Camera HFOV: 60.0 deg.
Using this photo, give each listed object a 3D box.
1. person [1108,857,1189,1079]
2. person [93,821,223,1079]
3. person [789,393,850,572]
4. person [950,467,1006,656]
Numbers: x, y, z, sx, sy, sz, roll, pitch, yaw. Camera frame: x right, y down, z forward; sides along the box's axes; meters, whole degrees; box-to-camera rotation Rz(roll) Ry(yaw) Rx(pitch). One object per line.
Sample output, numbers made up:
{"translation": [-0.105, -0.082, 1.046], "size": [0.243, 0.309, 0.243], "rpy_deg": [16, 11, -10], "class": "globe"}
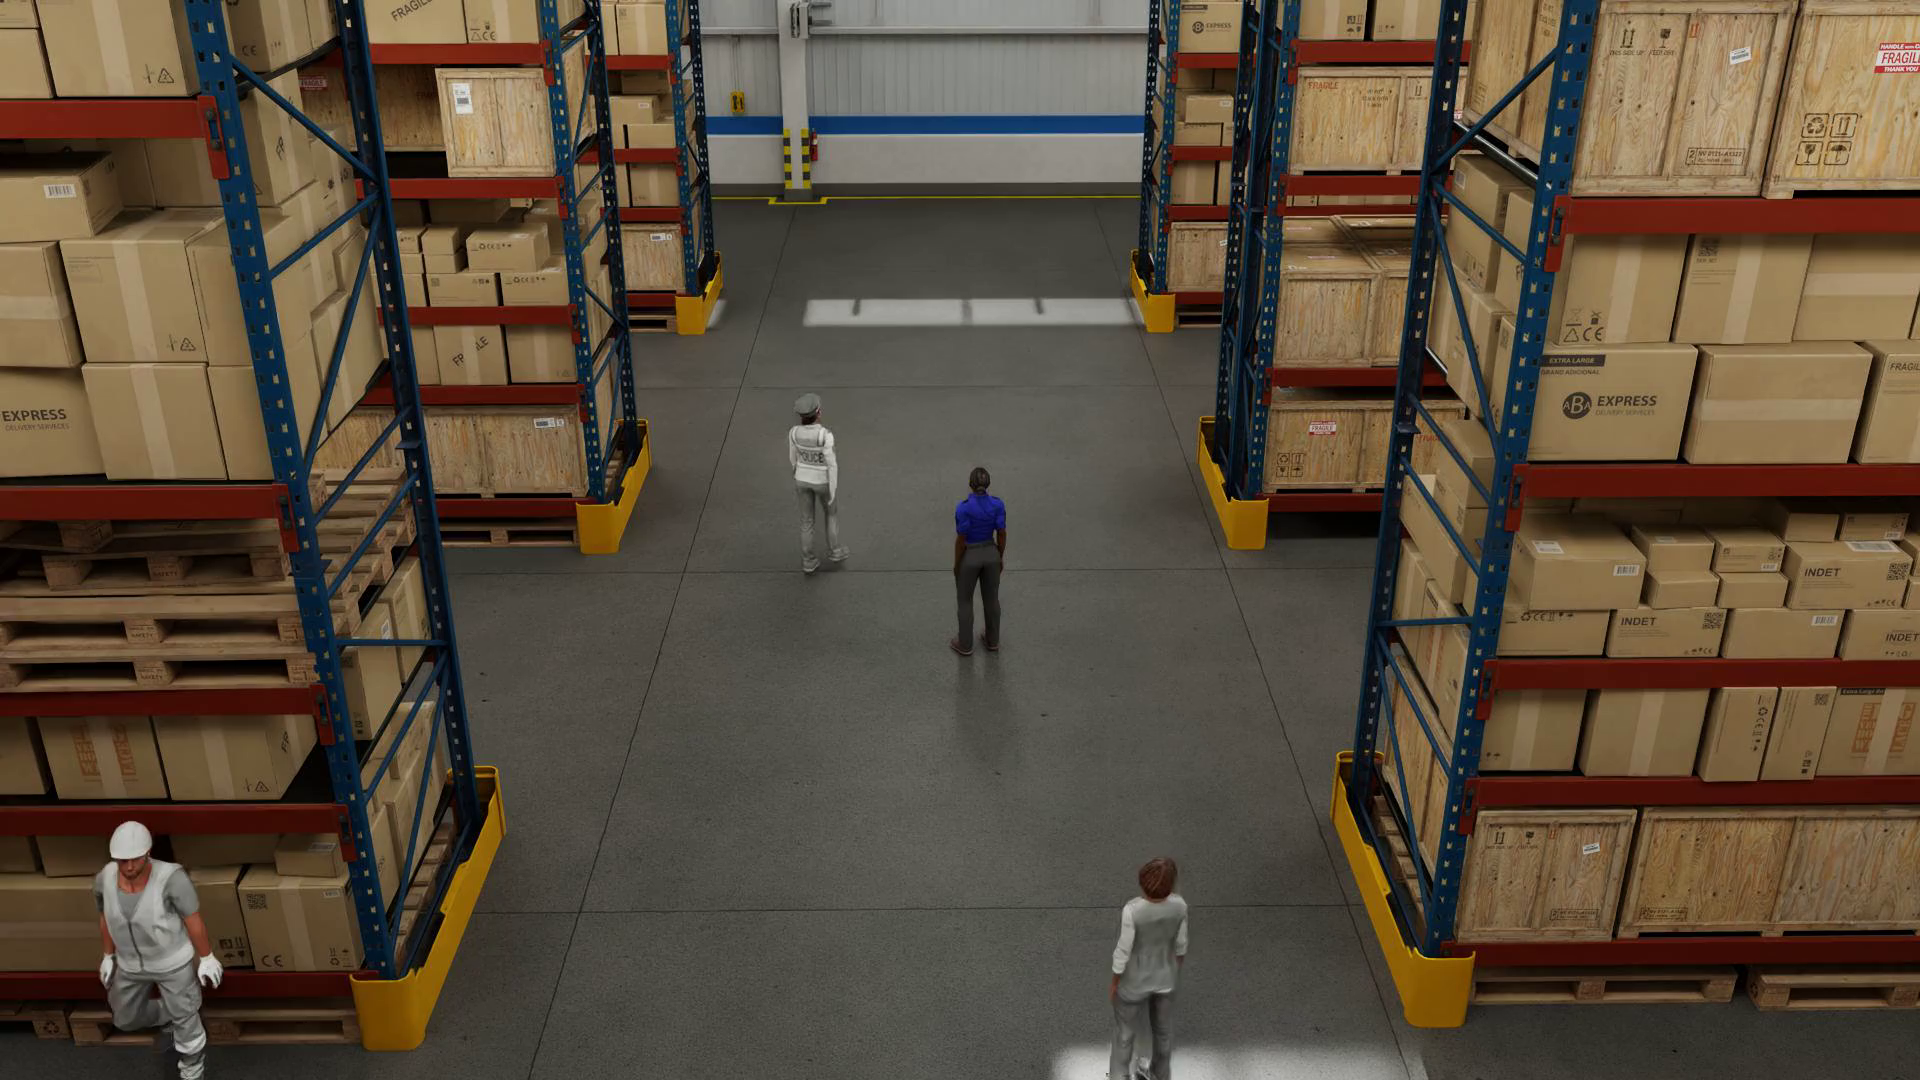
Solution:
{"translation": [1.010, 2.362, 9.014], "size": [0.433, 1.604, 0.375], "rpy_deg": [-5, 26, -11], "class": "person"}
{"translation": [-4.320, 2.228, 9.061], "size": [0.639, 1.780, 0.571], "rpy_deg": [1, 25, 2], "class": "person"}
{"translation": [-1.292, -0.556, 15.116], "size": [0.493, 1.693, 0.587], "rpy_deg": [6, 26, 12], "class": "person"}
{"translation": [0.139, 0.154, 13.674], "size": [0.440, 1.659, 0.348], "rpy_deg": [-9, 27, -18], "class": "person"}
